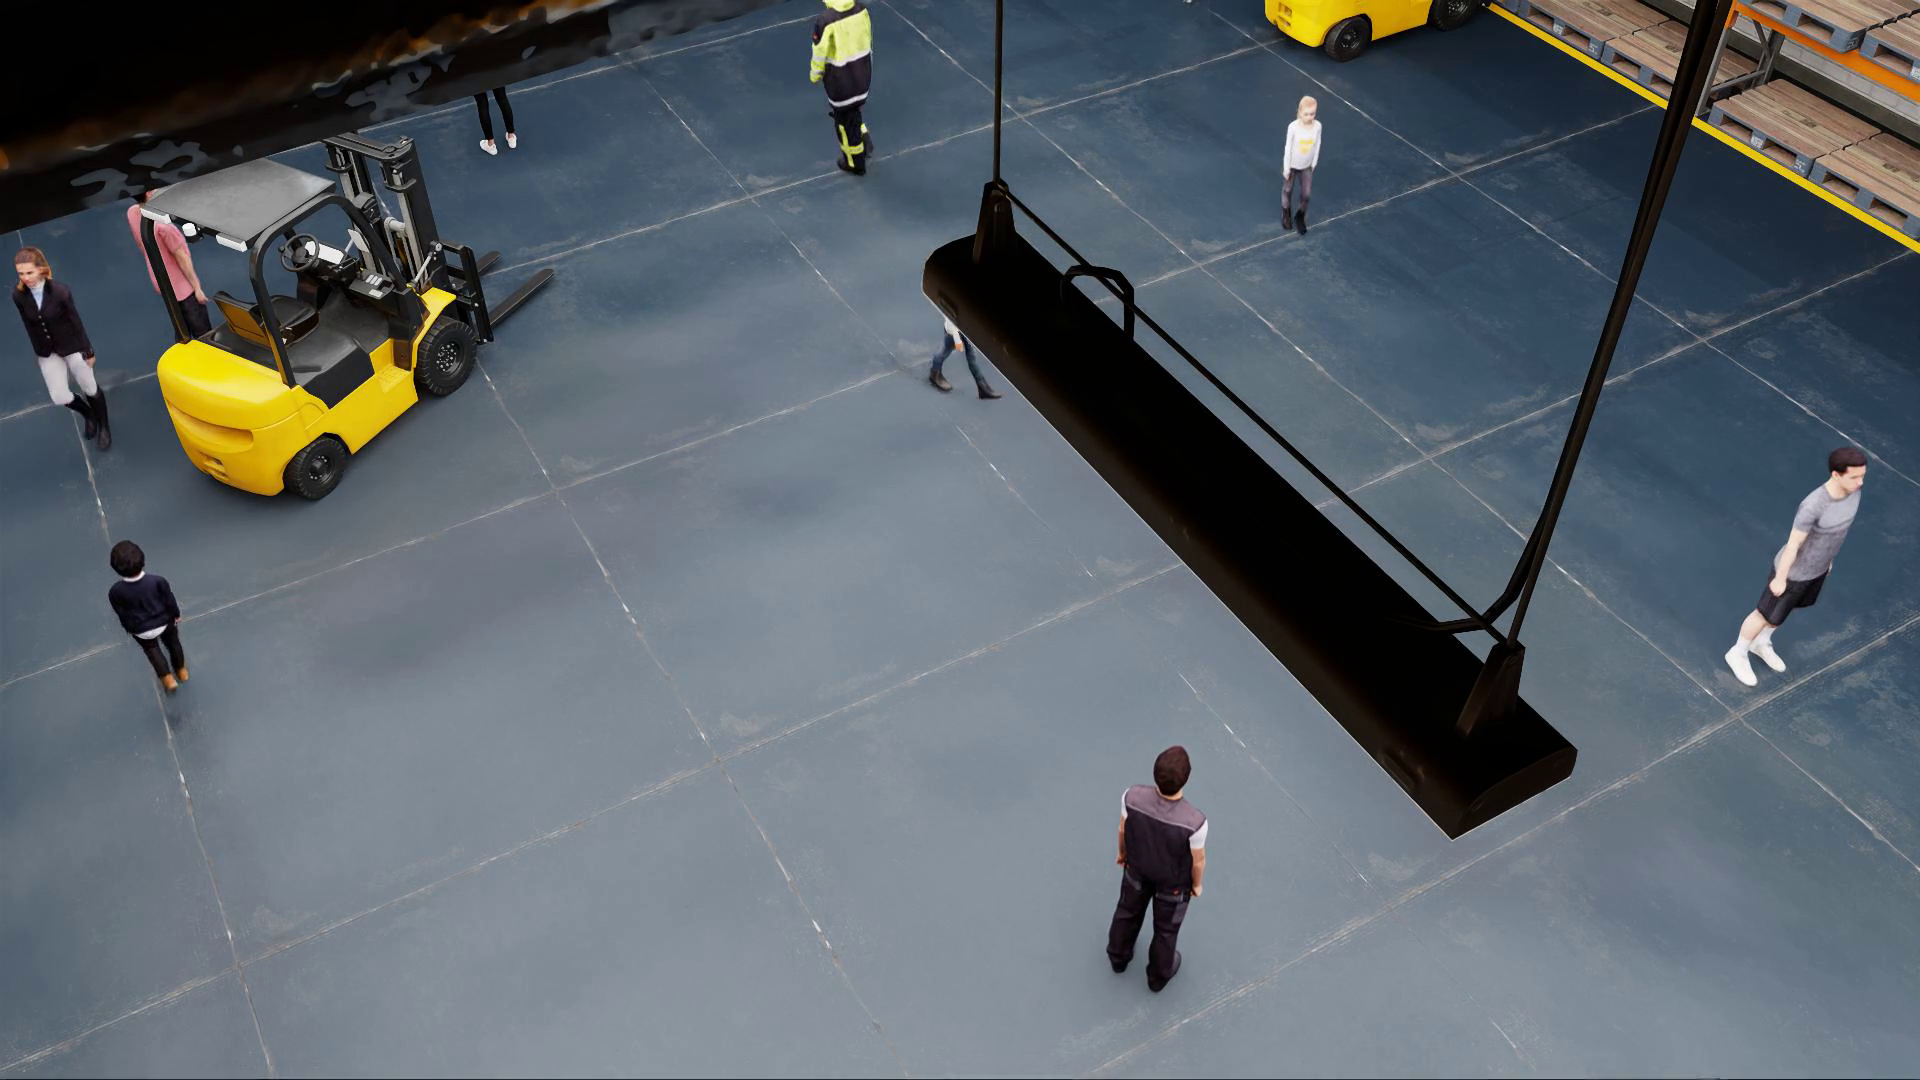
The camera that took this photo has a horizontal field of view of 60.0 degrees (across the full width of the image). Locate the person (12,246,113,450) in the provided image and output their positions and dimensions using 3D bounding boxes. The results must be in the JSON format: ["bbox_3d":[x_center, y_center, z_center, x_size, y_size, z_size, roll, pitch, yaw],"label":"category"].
[{"bbox_3d":[-6.656,-1.450,12.409,0.676,1.722,0.706,-6,44,-6],"label":"person"}]

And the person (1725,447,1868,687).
[{"bbox_3d":[5.376,0.138,10.633,0.657,1.871,0.529,-20,47,-20],"label":"person"}]

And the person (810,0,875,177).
[{"bbox_3d":[-0.984,-4.201,15.125,0.860,1.957,0.876,30,51,28],"label":"person"}]

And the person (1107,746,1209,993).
[{"bbox_3d":[1.066,1.769,8.942,0.702,1.844,0.810,22,48,22],"label":"person"}]

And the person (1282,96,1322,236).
[{"bbox_3d":[2.986,-3.368,14.750,0.600,1.268,0.671,-3,44,-3],"label":"person"}]

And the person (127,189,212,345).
[{"bbox_3d":[-6.024,-1.958,12.772,0.652,1.957,0.770,23,48,22],"label":"person"}]

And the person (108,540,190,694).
[{"bbox_3d":[-5.206,0.526,10.699,0.508,1.220,0.616,-21,47,-20],"label":"person"}]
